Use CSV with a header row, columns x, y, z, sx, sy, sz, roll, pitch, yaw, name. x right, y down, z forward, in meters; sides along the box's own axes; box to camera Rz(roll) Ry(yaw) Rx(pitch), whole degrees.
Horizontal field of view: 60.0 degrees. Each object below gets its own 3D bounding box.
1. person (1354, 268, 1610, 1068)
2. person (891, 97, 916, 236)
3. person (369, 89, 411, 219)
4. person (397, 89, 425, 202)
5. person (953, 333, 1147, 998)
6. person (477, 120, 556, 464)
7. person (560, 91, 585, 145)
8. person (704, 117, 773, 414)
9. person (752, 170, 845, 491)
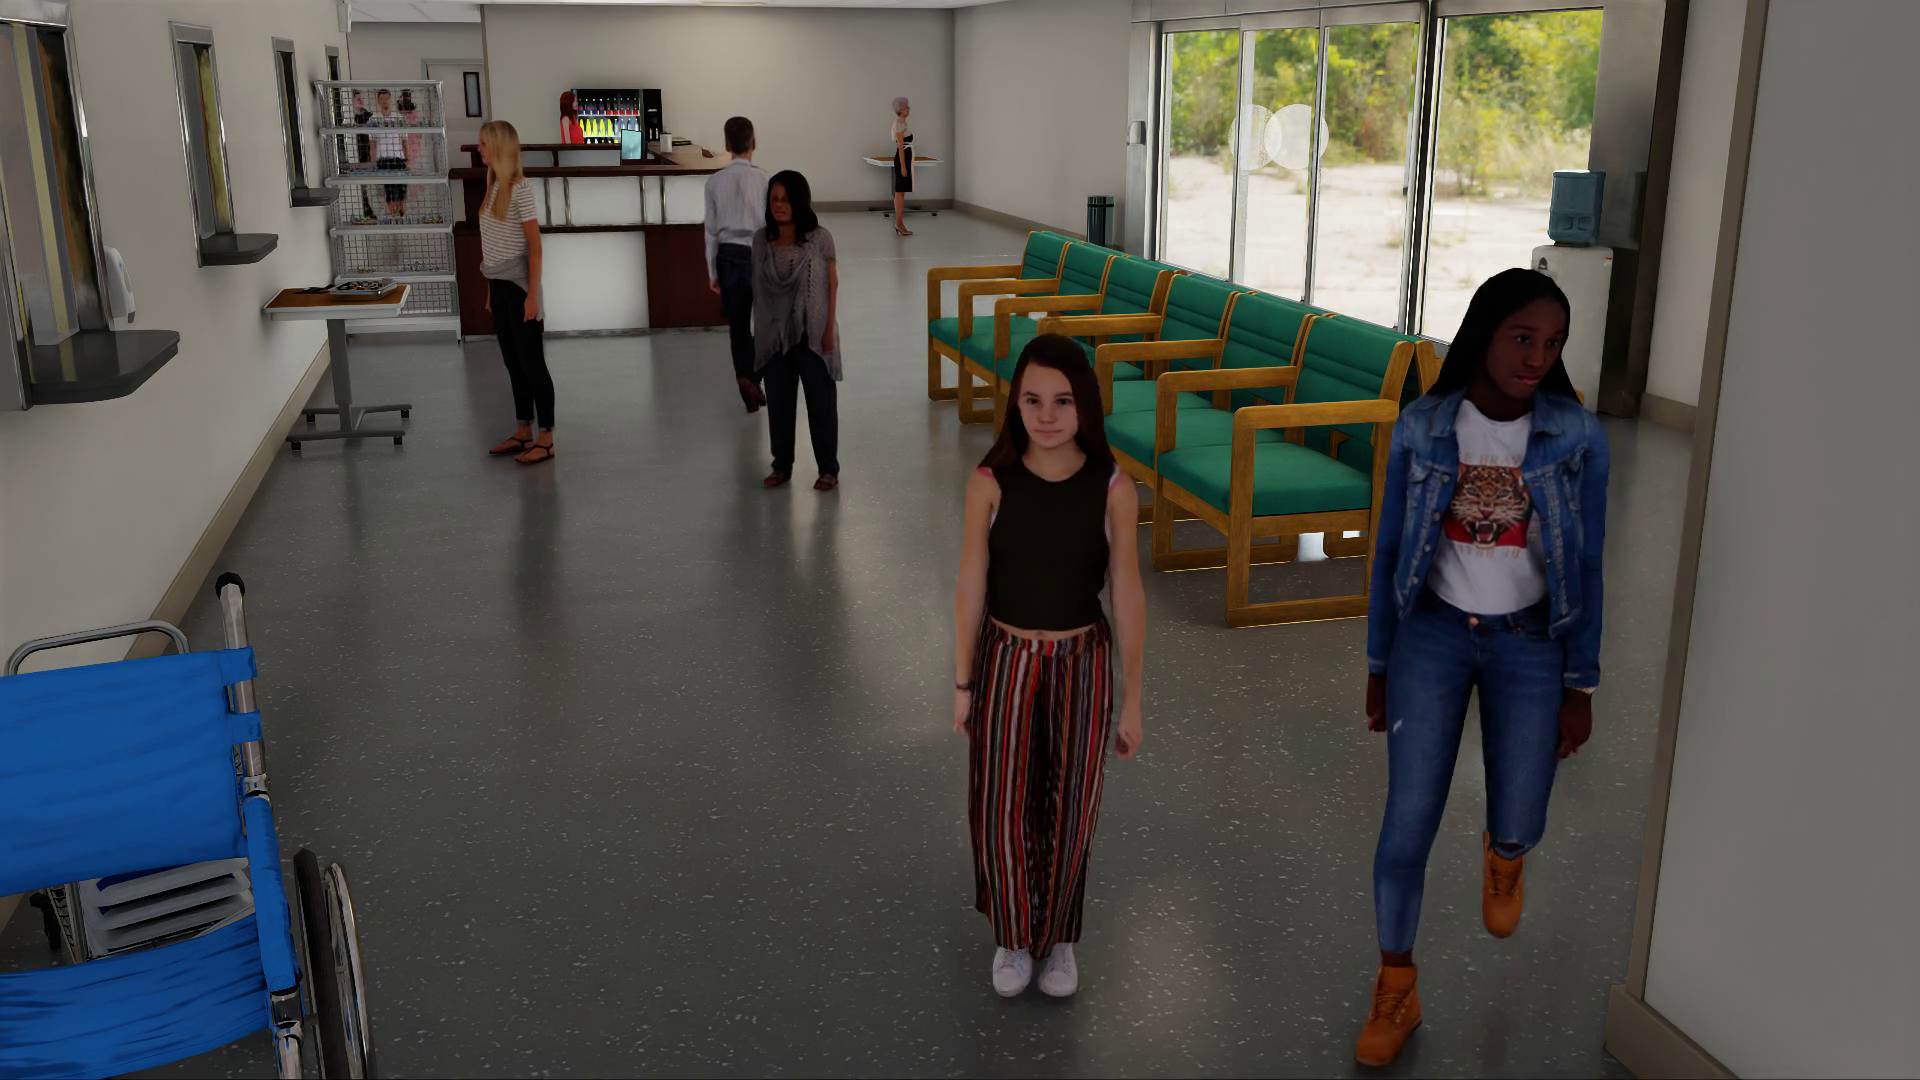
x,y,z,sx,sy,sz,roll,pitch,yaw,name
1.130,0.269,3.556,0.971,1.697,1.003,8,18,26,person
-0.764,-4.875,21.696,0.614,1.756,0.675,0,16,0,person
-7.621,-5.069,22.231,0.618,1.838,0.775,-7,17,-25,person
-8.943,-6.448,27.215,0.824,1.787,0.888,10,19,32,person
0.192,0.282,3.775,0.629,1.553,0.723,0,16,1,person
-2.404,-1.339,9.028,0.691,1.824,0.694,-14,21,-42,person
-5.031,-4.871,21.547,0.568,1.828,0.634,-1,16,-3,person
-1.313,-1.655,10.176,0.918,1.809,0.914,2,16,8,person
-0.826,-1.069,8.470,0.738,1.606,0.813,4,16,13,person
